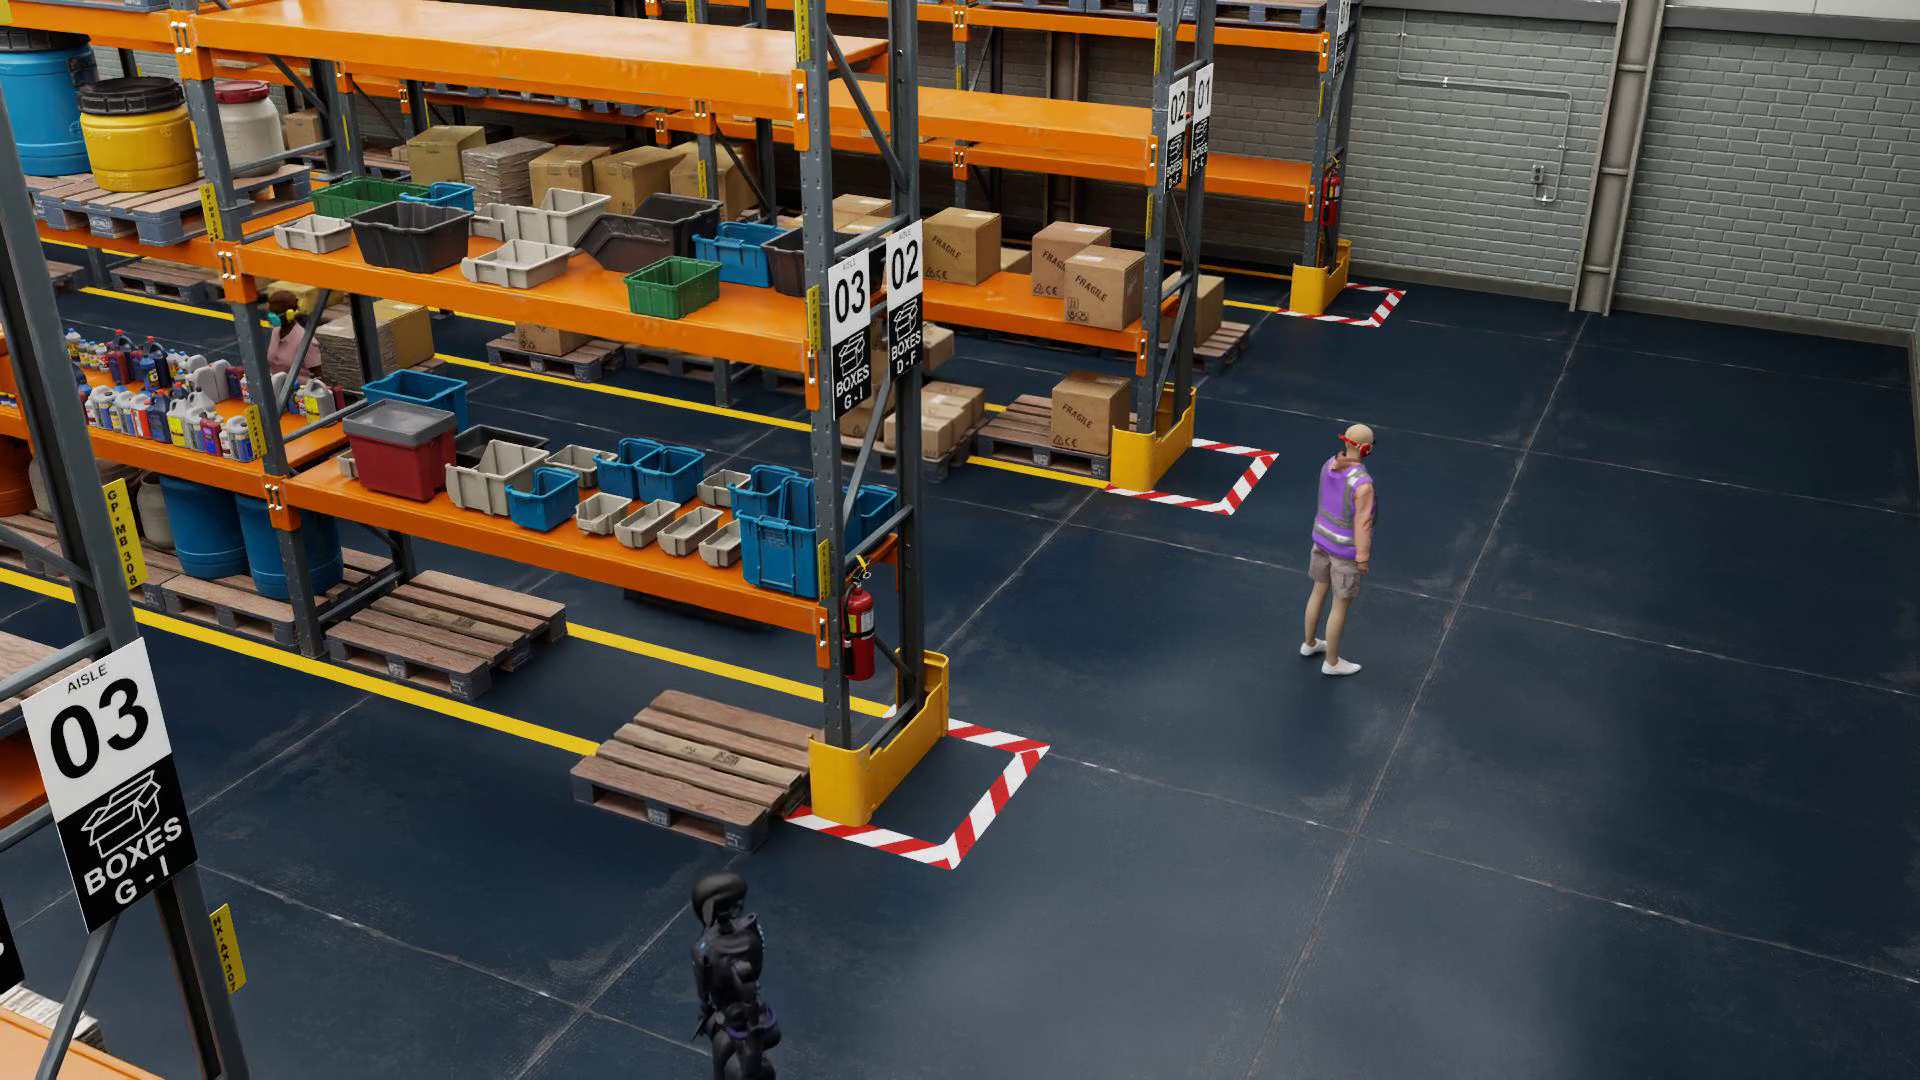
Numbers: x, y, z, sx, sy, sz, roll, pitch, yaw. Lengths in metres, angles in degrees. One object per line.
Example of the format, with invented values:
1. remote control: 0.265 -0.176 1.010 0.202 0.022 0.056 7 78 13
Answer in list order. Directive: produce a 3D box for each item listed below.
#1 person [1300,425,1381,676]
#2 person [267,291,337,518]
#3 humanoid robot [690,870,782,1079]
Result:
1. person: 2.426 0.058 10.589 0.349 1.688 0.489 -11 28 -21
2. person: -5.010 -1.025 12.654 0.534 1.801 0.329 15 30 27
3. humanoid robot: -0.900 2.003 6.657 0.316 1.648 0.604 -13 29 -24
